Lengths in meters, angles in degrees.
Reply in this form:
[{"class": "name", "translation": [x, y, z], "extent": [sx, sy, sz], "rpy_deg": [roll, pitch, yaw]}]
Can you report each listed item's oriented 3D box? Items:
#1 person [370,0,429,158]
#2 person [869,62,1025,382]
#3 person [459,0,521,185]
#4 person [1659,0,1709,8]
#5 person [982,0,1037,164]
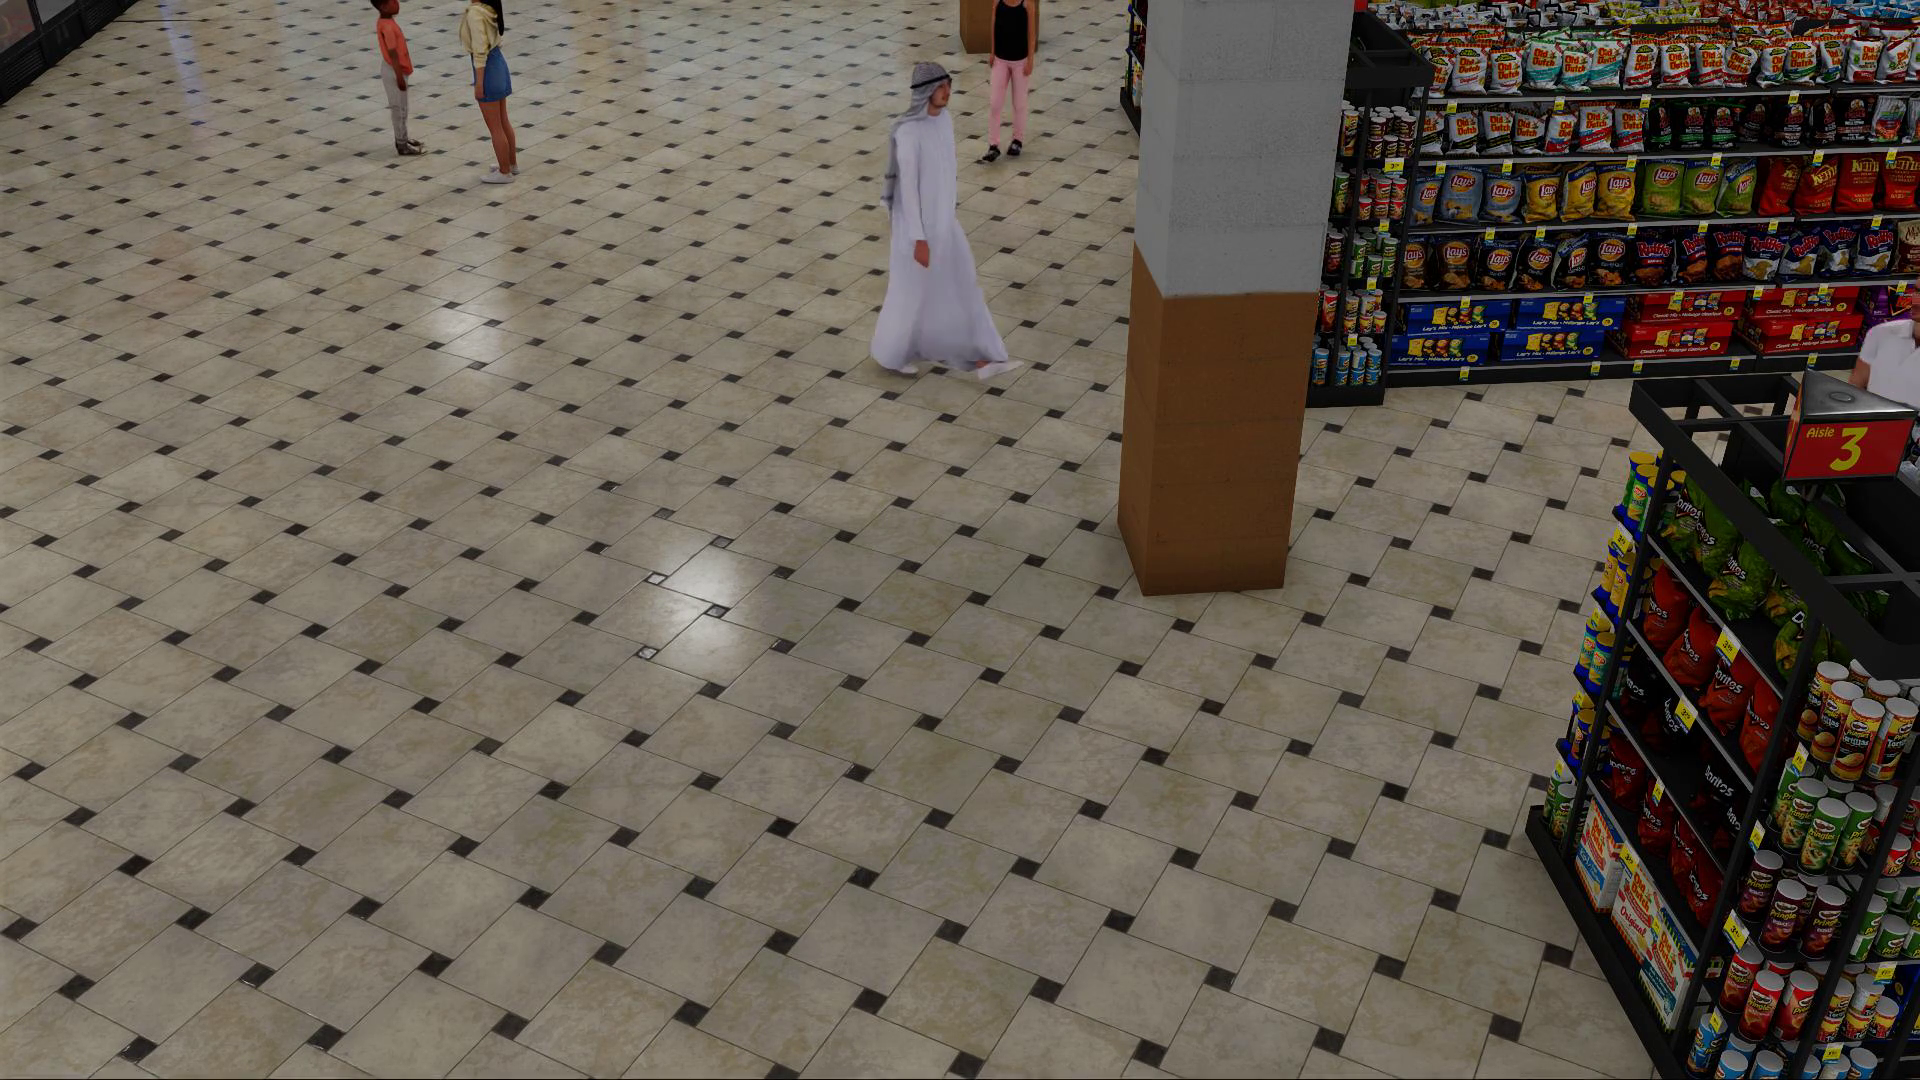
[{"class": "person", "translation": [-4.501, -3.728, 13.228], "extent": [0.528, 1.310, 0.538], "rpy_deg": [-11, 33, -17]}, {"class": "person", "translation": [-0.278, -1.801, 9.588], "extent": [1.320, 1.883, 1.191], "rpy_deg": [19, 36, 27]}, {"class": "person", "translation": [-3.566, -3.534, 12.611], "extent": [0.600, 1.632, 0.667], "rpy_deg": [2, 32, 3]}, {"class": "person", "translation": [5.491, -3.732, 12.837], "extent": [0.685, 1.729, 0.661], "rpy_deg": [-19, 37, -28]}, {"class": "person", "translation": [0.430, -3.776, 13.078], "extent": [0.821, 1.550, 0.787], "rpy_deg": [10, 33, 15]}]
